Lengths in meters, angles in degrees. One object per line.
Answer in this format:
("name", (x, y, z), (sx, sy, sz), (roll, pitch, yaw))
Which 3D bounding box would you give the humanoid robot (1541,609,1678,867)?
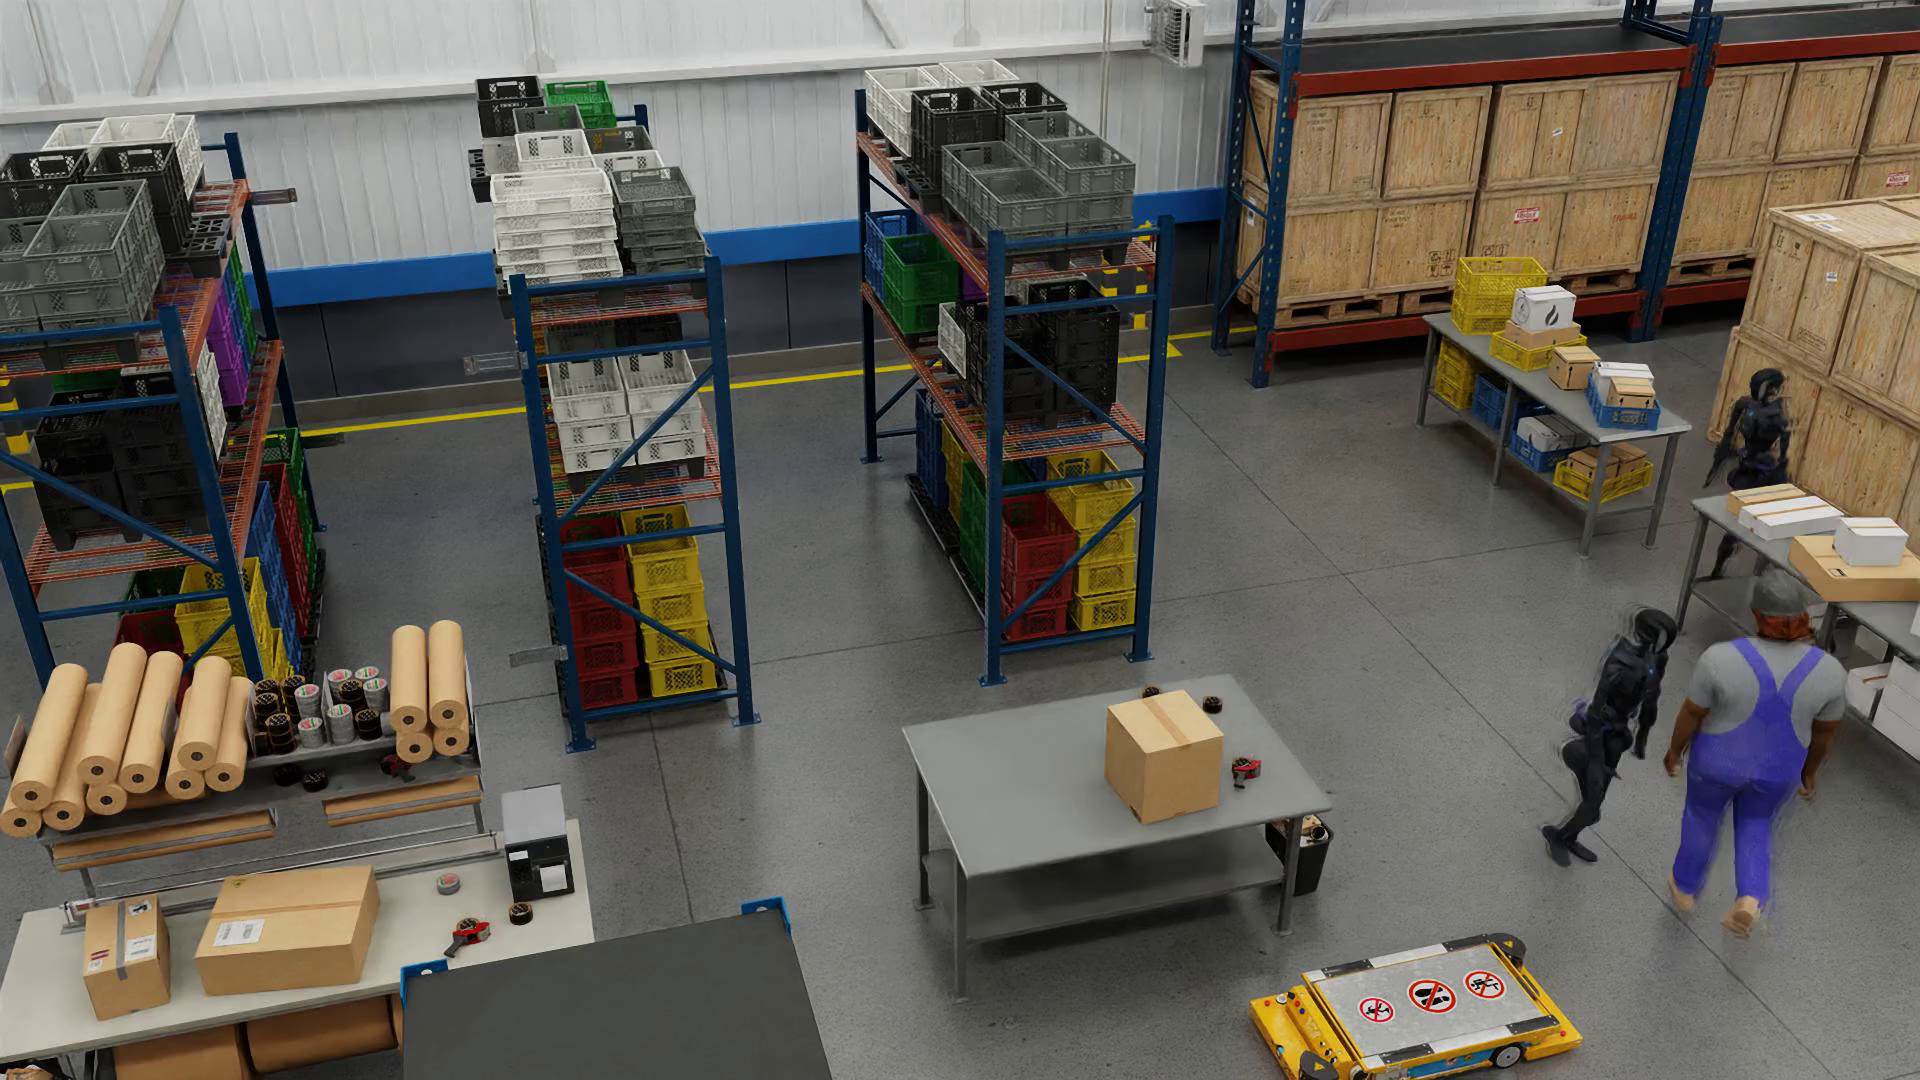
("humanoid robot", (3.443, 1.058, 8.784), (0.592, 1.635, 0.456), (-18, 33, -29))

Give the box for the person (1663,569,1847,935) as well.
("person", (3.963, 1.072, 8.373), (0.709, 2.000, 0.667), (6, 29, 10))

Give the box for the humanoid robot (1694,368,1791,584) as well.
("humanoid robot", (5.569, -0.455, 11.558), (0.703, 1.631, 0.584), (-5, 29, -10))

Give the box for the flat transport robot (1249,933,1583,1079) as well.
("flat transport robot", (2.184, 2.282, 7.980), (1.431, 0.197, 0.652), (-8, 30, -14))
